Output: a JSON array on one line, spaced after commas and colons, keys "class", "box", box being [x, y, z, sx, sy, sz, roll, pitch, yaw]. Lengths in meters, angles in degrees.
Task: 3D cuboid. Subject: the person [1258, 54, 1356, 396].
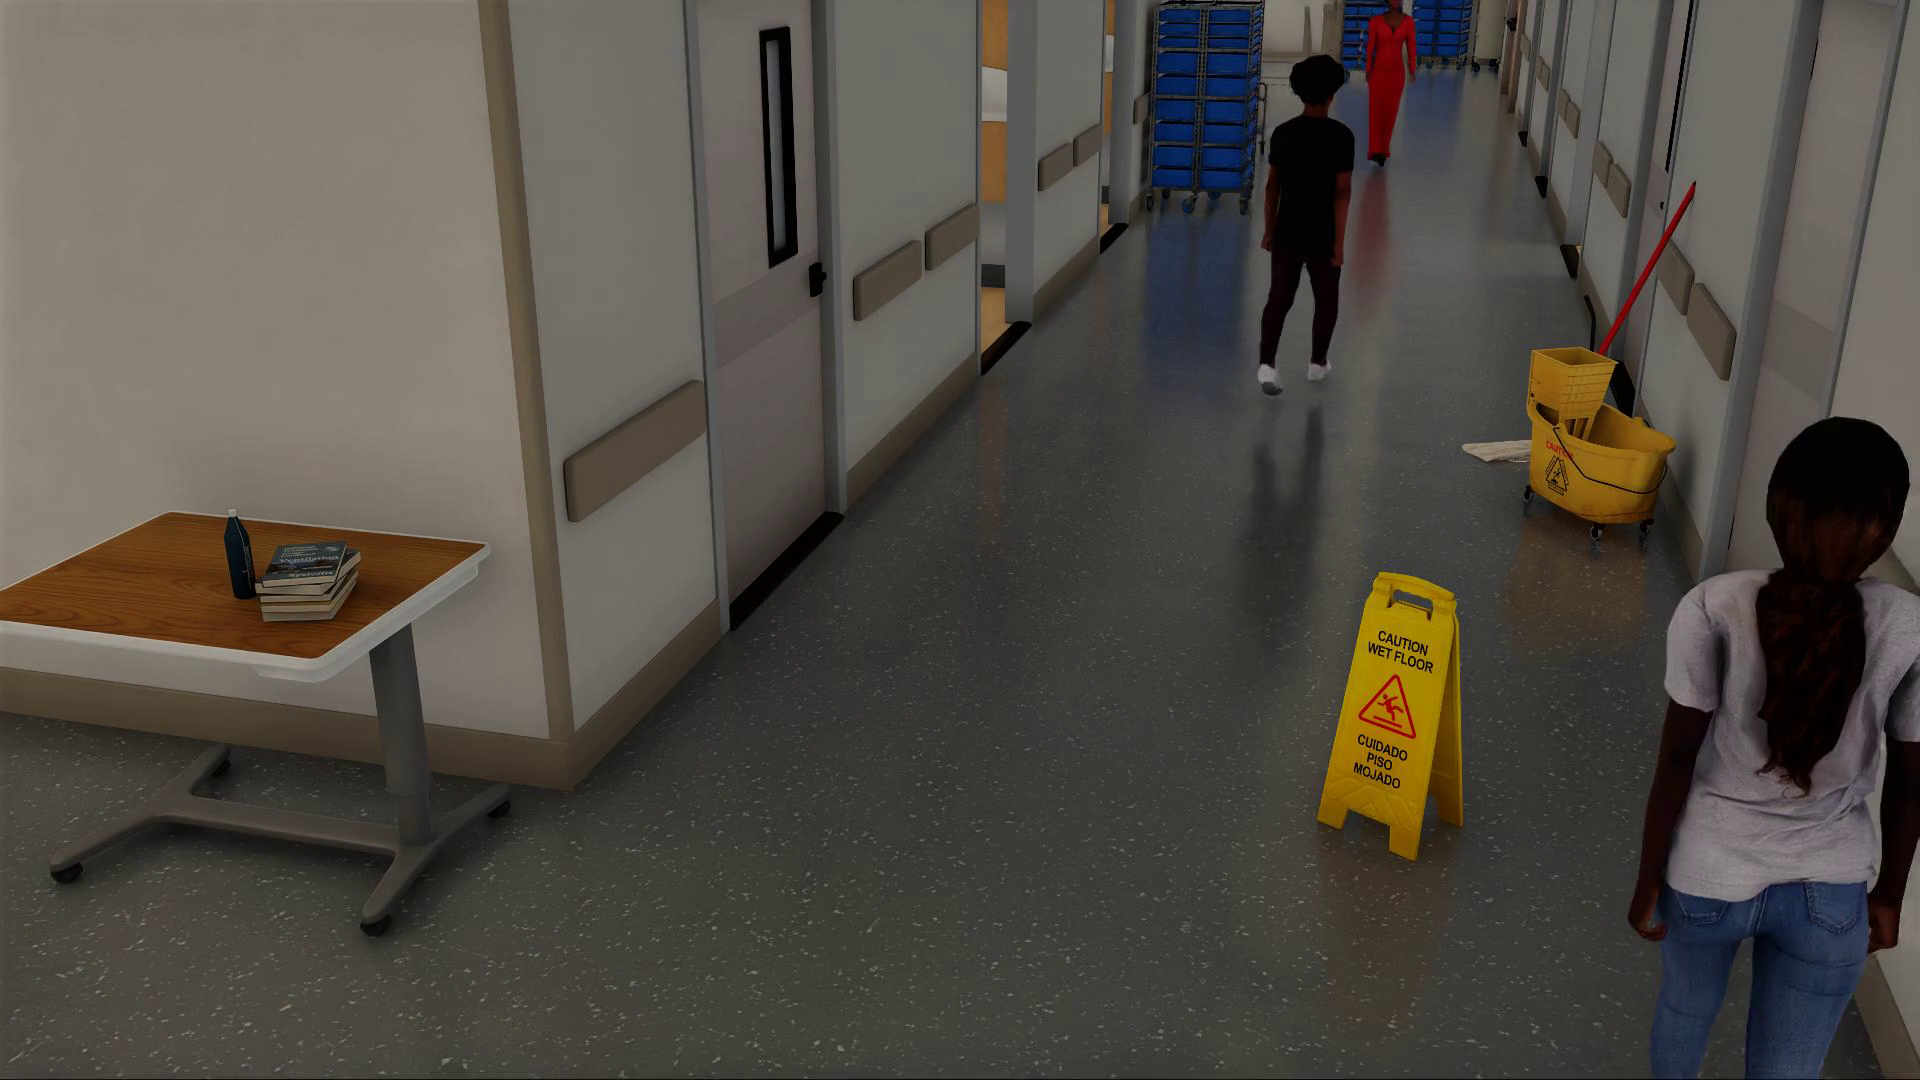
[{"class": "person", "box": [1.794, -1.617, 8.744, 0.770, 1.757, 1.131, 10, 23, 24]}]

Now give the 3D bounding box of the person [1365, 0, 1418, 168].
[{"class": "person", "box": [4.312, -4.660, 16.798, 0.790, 1.745, 1.159, 1, 21, 2]}]

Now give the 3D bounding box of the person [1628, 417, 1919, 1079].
[{"class": "person", "box": [1.380, 0.659, 2.836, 0.648, 1.686, 1.124, 7, 22, 18]}]
